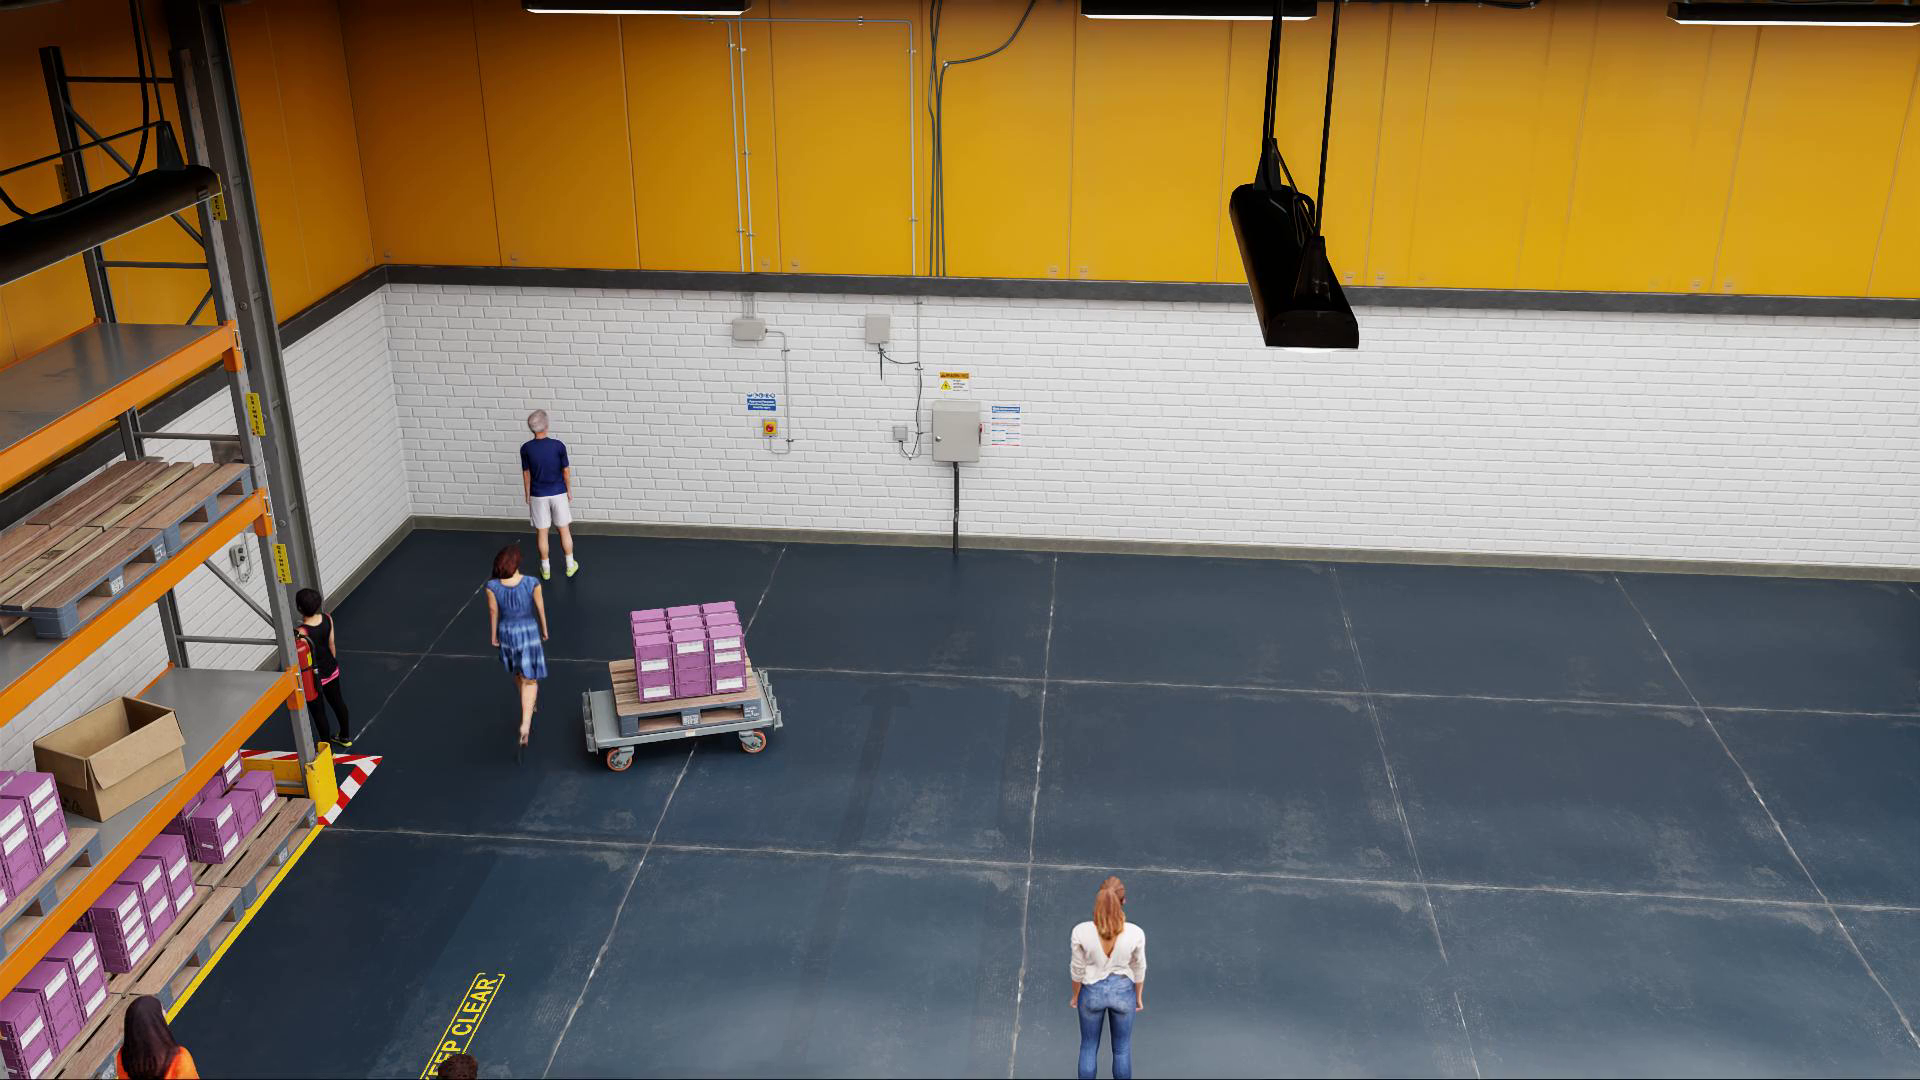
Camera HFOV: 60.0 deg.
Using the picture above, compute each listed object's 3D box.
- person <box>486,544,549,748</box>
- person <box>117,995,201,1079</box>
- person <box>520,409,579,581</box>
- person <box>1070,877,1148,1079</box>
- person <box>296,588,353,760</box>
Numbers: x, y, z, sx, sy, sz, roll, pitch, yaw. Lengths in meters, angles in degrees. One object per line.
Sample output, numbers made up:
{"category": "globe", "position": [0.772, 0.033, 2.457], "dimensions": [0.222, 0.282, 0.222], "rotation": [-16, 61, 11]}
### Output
{"category": "person", "position": [-3.774, 0.943, 14.237], "dimensions": [0.726, 1.767, 1.149], "rotation": [0, 24, -1]}
{"category": "person", "position": [-4.308, 3.270, 8.976], "dimensions": [0.690, 1.718, 1.021], "rotation": [5, 24, 10]}
{"category": "person", "position": [-4.314, -0.482, 17.415], "dimensions": [0.696, 1.834, 0.652], "rotation": [-6, 24, -14]}
{"category": "person", "position": [0.893, 2.782, 10.090], "dimensions": [0.603, 1.720, 0.521], "rotation": [1, 24, 3]}
{"category": "person", "position": [-5.434, 1.113, 14.118], "dimensions": [0.655, 1.553, 0.533], "rotation": [10, 25, 21]}
